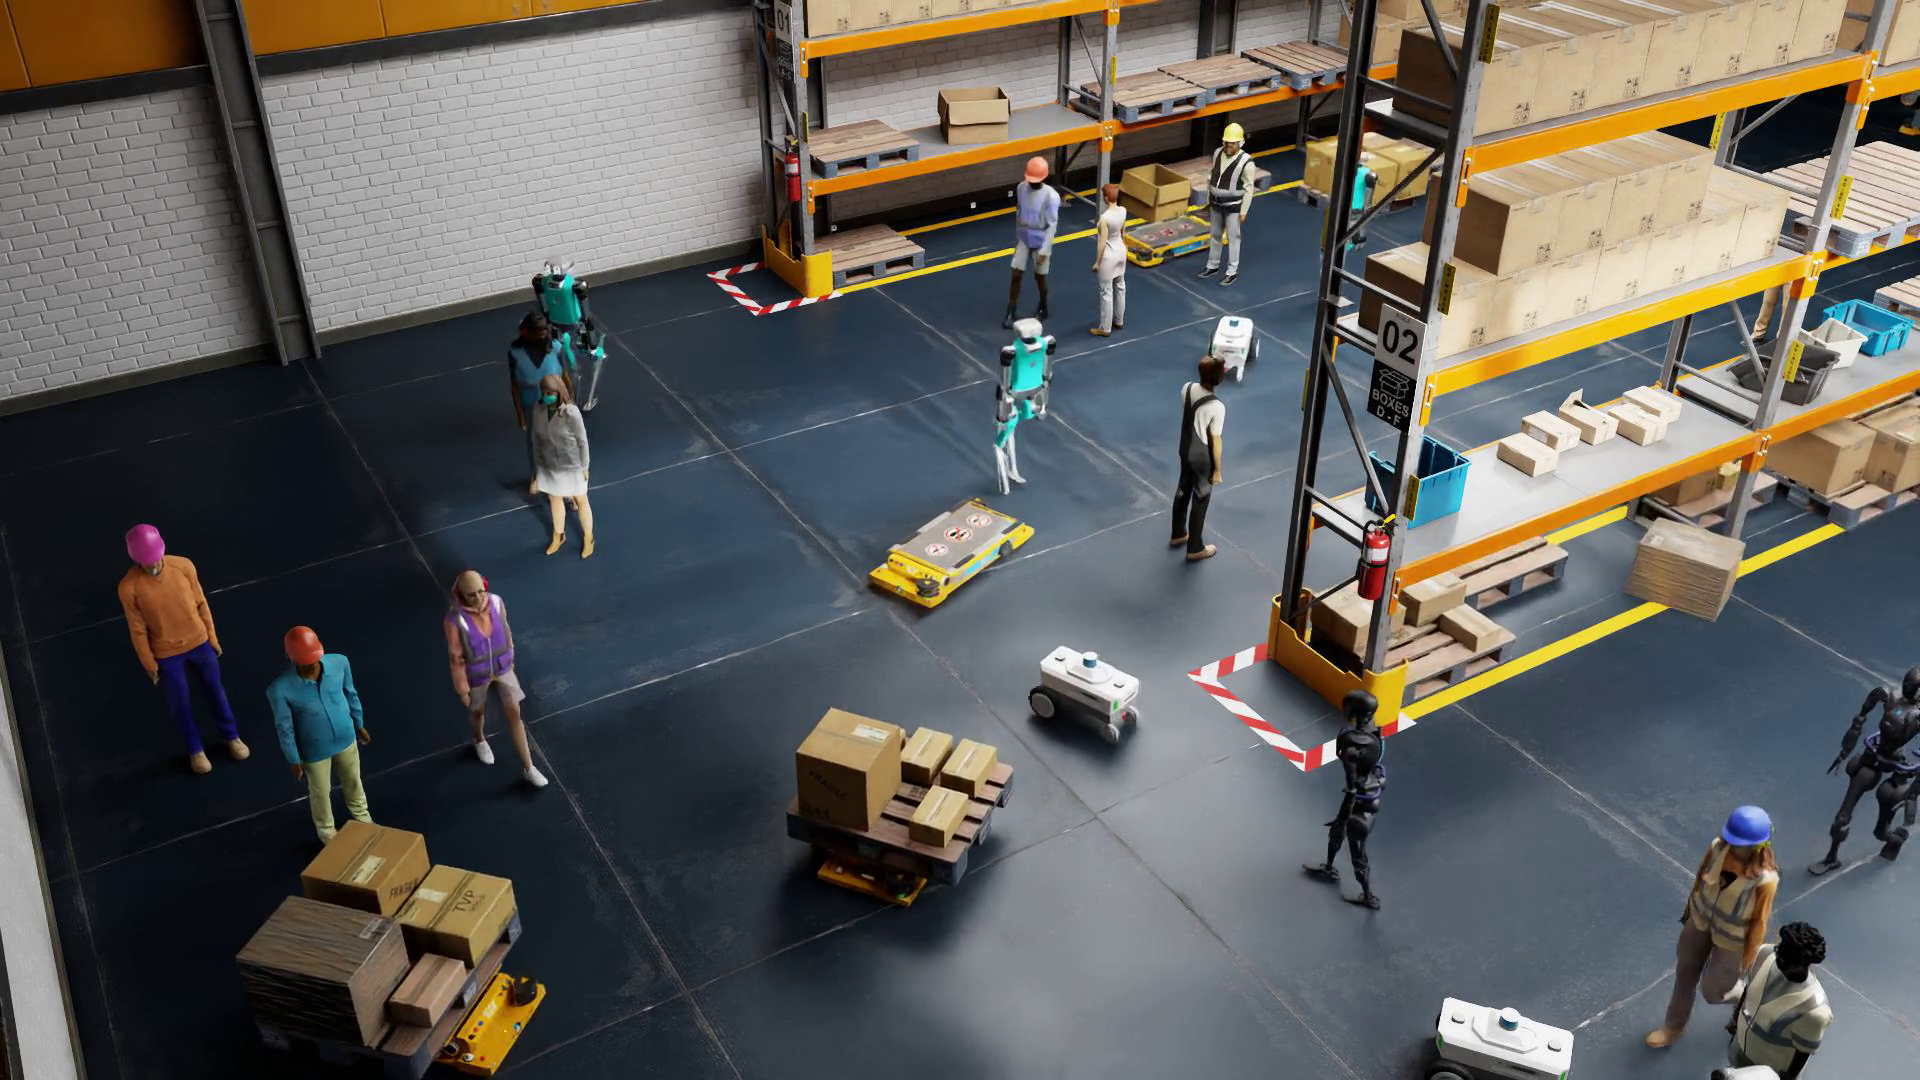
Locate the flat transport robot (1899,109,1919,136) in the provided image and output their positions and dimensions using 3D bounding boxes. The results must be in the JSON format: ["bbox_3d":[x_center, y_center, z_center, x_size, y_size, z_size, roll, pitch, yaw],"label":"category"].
[{"bbox_3d":[13.926,-5.646,23.088,0.659,0.231,1.431,-26,40,-35],"label":"flat transport robot"}]

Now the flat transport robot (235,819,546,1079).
[{"bbox_3d":[-3.242,2.704,9.772,1.431,0.231,0.659,9,33,13],"label":"flat transport robot"}]

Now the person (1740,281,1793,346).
[{"bbox_3d":[8.488,-2.751,17.073,0.324,1.751,0.558,-19,37,-28],"label":"person"}]

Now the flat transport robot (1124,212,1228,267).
[{"bbox_3d":[2.518,-3.575,19.786,1.431,0.231,0.659,-20,37,-29],"label":"flat transport robot"}]

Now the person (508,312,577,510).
[{"bbox_3d":[-3.589,-1.138,14.449,0.548,1.817,0.825,-7,33,-11],"label":"person"}]

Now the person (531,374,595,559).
[{"bbox_3d":[-3.291,-0.606,13.738,0.485,1.659,0.342,7,33,11],"label":"person"}]

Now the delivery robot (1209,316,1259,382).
[{"bbox_3d":[2.782,-2.004,16.994,0.499,0.577,0.769,8,33,13],"label":"delivery robot"}]

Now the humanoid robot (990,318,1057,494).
[{"bbox_3d":[0.458,-1.175,14.646,0.536,1.843,0.787,-16,36,-24],"label":"humanoid robot"}]

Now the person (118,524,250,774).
[{"bbox_3d":[-5.324,0.727,11.329,0.519,1.972,0.404,-25,40,-34],"label":"person"}]

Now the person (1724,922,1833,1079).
[{"bbox_3d":[4.160,2.614,8.574,0.320,1.693,0.532,-6,33,-10],"label":"person"}]

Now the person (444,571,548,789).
[{"bbox_3d":[-3.202,0.935,11.292,0.498,1.649,0.824,-23,39,-32],"label":"person"}]

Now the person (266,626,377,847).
[{"bbox_3d":[-4.051,1.280,10.644,0.329,1.750,0.571,24,39,33],"label":"person"}]

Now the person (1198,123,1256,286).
[{"bbox_3d":[2.976,-3.762,18.609,0.404,1.833,0.599,-26,40,-35],"label":"person"}]

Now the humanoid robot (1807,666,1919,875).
[{"bbox_3d":[5.871,1.438,10.490,0.681,1.642,0.601,-16,36,-24],"label":"humanoid robot"}]

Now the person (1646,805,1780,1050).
[{"bbox_3d":[4.280,2.147,9.248,0.574,1.756,0.483,-15,35,-22],"label":"person"}]

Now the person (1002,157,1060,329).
[{"bbox_3d":[0.787,-3.139,17.549,0.572,1.901,0.617,22,38,31],"label":"person"}]

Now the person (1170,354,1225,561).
[{"bbox_3d":[1.980,-0.685,13.707,0.343,1.839,0.499,-18,36,-26],"label":"person"}]

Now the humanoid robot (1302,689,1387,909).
[{"bbox_3d":[2.428,1.589,10.236,0.536,1.642,0.589,12,34,18],"label":"humanoid robot"}]

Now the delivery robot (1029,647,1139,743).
[{"bbox_3d":[0.908,1.079,12.112,0.790,0.614,0.499,23,39,32],"label":"delivery robot"}]

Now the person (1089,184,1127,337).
[{"bbox_3d":[1.571,-2.943,17.468,0.285,1.657,0.449,26,41,35],"label":"person"}]

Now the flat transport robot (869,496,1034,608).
[{"bbox_3d":[-0.056,0.082,13.954,0.659,0.231,1.431,22,38,31],"label":"flat transport robot"}]

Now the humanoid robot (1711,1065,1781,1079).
[{"bbox_3d":[3.226,3.170,7.703,0.886,1.845,0.554,-7,33,-11],"label":"humanoid robot"}]

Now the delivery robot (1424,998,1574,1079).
[{"bbox_3d":[3.011,2.845,9.265,0.774,0.581,0.499,12,34,19],"label":"delivery robot"}]

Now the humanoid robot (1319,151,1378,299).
[{"bbox_3d":[4.086,-3.306,17.973,0.913,1.763,0.553,-20,37,-29],"label":"humanoid robot"}]

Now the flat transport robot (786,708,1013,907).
[{"bbox_3d":[-0.344,1.848,11.136,0.659,0.231,1.431,13,34,20],"label":"flat transport robot"}]

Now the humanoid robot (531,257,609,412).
[{"bbox_3d":[-3.617,-1.915,15.847,0.554,1.857,0.843,7,33,11],"label":"humanoid robot"}]
